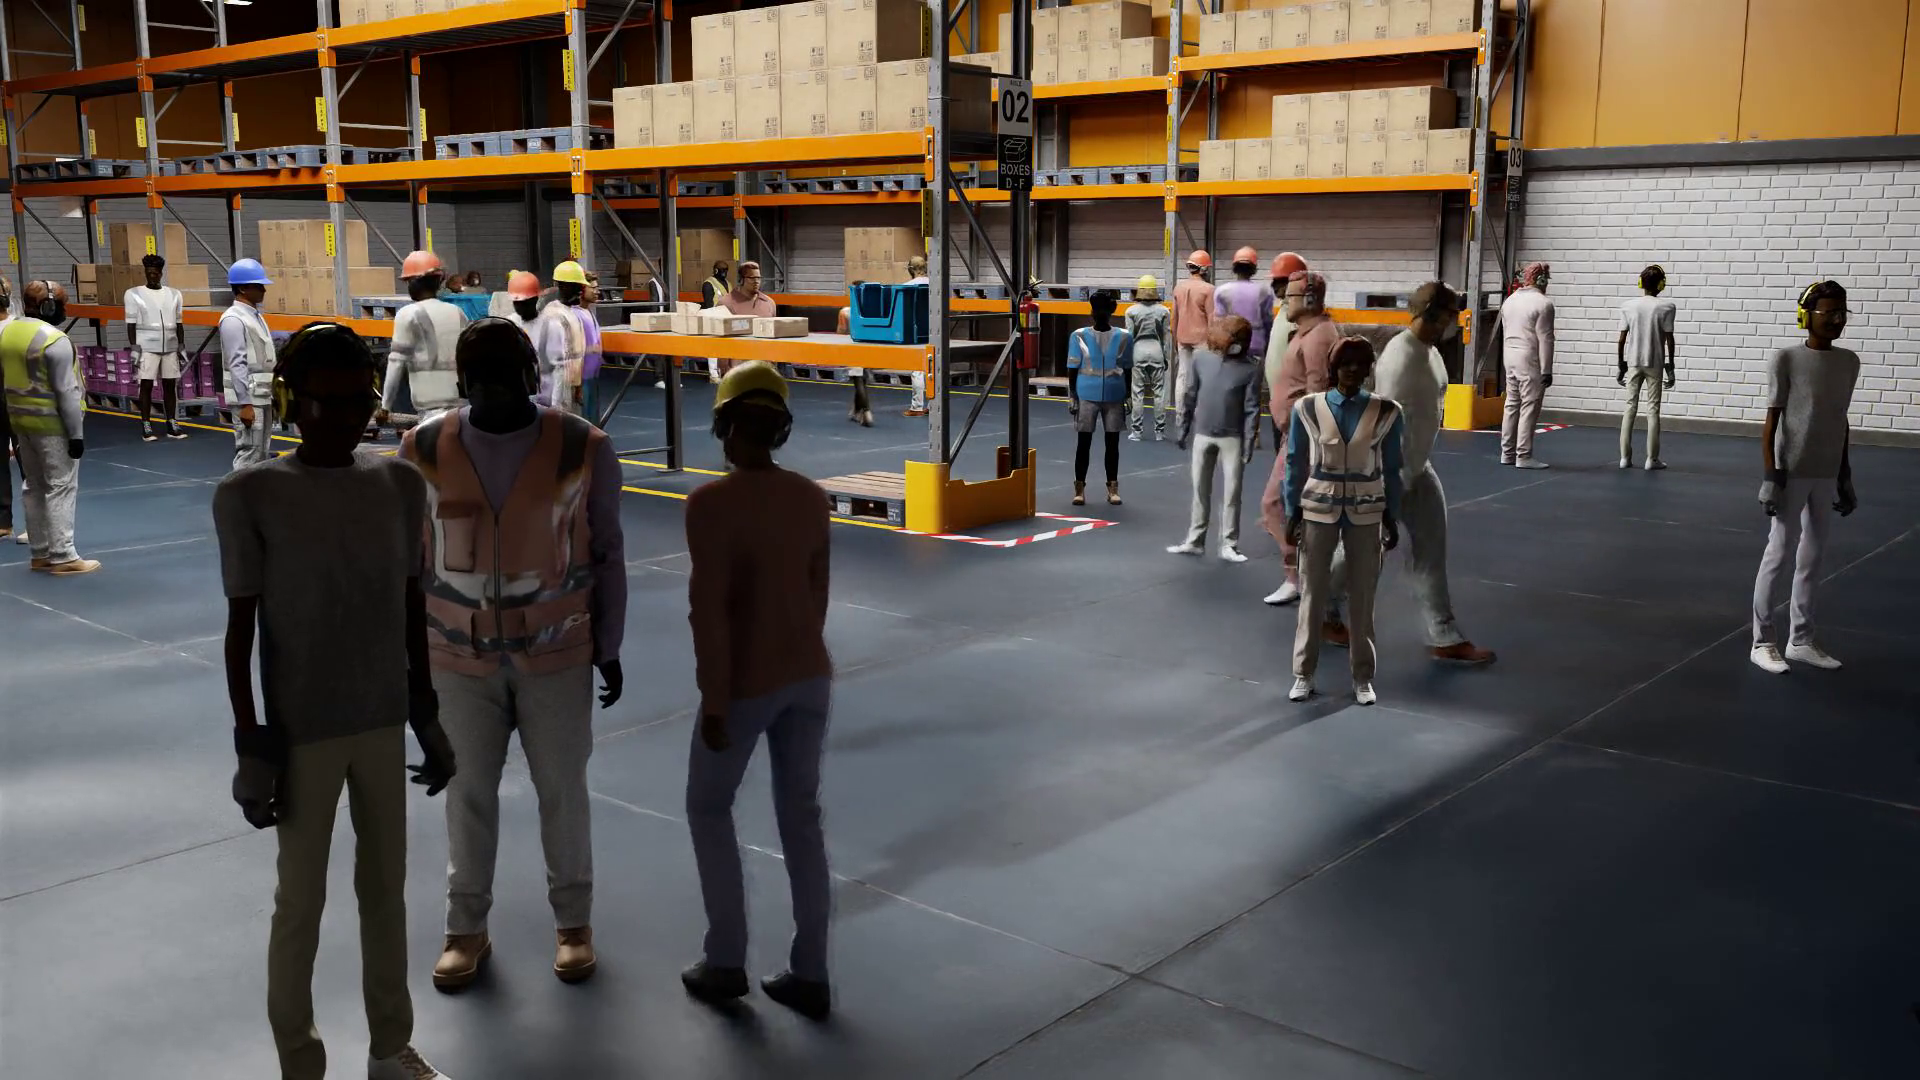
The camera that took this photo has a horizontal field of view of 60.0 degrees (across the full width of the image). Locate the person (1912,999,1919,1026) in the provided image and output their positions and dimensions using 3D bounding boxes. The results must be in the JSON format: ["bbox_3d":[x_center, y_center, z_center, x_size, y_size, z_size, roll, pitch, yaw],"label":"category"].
[{"bbox_3d":[2.614,0.466,3.997,0.745,1.744,0.534,-4,11,-20],"label":"person"}]

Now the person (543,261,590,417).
[{"bbox_3d":[-3.171,-1.291,13.484,0.394,1.919,0.595,1,10,7],"label":"person"}]

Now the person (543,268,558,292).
[{"bbox_3d":[-5.012,-2.572,21.047,0.589,1.822,0.403,-7,12,-35],"label":"person"}]

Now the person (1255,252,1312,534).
[{"bbox_3d":[2.317,-1.032,11.793,0.399,1.990,0.621,-1,10,-6],"label":"person"}]

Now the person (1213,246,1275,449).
[{"bbox_3d":[2.861,-1.937,16.807,0.614,2.040,0.391,1,10,5],"label":"person"}]

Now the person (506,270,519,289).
[{"bbox_3d":[-5.279,-2.340,19.894,0.533,1.765,0.322,-8,13,-37],"label":"person"}]

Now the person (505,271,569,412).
[{"bbox_3d":[-3.188,-1.096,12.570,0.582,1.855,1.029,4,11,21],"label":"person"}]

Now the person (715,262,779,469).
[{"bbox_3d":[-1.934,-1.598,15.309,0.639,1.899,0.395,-8,13,-39],"label":"person"}]

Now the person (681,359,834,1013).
[{"bbox_3d":[-0.511,0.389,4.457,0.554,1.714,0.552,9,13,42],"label":"person"}]

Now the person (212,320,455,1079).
[{"bbox_3d":[-1.399,0.442,3.782,0.329,1.861,0.509,9,13,41],"label":"person"}]

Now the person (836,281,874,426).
[{"bbox_3d":[-1.143,-2.132,19.047,0.537,1.664,0.871,-5,11,-24],"label":"person"}]

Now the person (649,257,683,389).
[{"bbox_3d":[-4.278,-3.153,24.081,0.372,1.916,0.596,5,11,25],"label":"person"}]

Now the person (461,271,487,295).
[{"bbox_3d":[-8.575,-3.949,29.459,0.377,1.621,0.503,8,13,38],"label":"person"}]

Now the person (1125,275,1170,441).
[{"bbox_3d":[1.966,-1.914,17.531,0.492,1.740,0.325,-1,10,-5],"label":"person"}]

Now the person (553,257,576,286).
[{"bbox_3d":[-6.220,-3.570,26.591,0.414,1.885,0.605,8,13,39],"label":"person"}]

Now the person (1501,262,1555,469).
[{"bbox_3d":[5.252,-1.601,15.324,0.399,1.897,0.647,-3,10,-17],"label":"person"}]

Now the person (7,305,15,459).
[{"bbox_3d":[-9.197,-1.682,15.954,0.426,1.846,0.744,3,10,17],"label":"person"}]

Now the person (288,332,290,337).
[{"bbox_3d":[-11.683,-4.009,28.606,0.951,2.000,0.721,4,11,21],"label":"person"}]

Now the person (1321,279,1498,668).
[{"bbox_3d":[2.157,-0.335,8.190,1.000,1.879,0.652,7,12,33],"label":"person"}]

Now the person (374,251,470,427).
[{"bbox_3d":[-3.674,-0.951,11.335,1.011,1.995,0.634,4,11,20],"label":"person"}]

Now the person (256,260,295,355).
[{"bbox_3d":[-8.748,-2.664,21.333,0.720,1.920,0.549,8,13,39],"label":"person"}]

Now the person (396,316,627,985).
[{"bbox_3d":[-1.231,0.312,4.569,0.629,1.842,0.429,-1,10,-7],"label":"person"}]

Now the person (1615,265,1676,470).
[{"bbox_3d":[6.296,-1.578,15.255,0.532,1.870,0.319,8,13,38],"label":"person"}]

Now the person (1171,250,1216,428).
[{"bbox_3d":[2.672,-2.268,18.825,0.395,1.993,0.614,-9,13,-42],"label":"person"}]

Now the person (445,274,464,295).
[{"bbox_3d":[-7.456,-3.116,24.682,0.288,1.633,0.497,-1,10,-7],"label":"person"}]

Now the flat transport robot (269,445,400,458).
[{"bbox_3d":[-5.409,-0.729,14.967,1.431,0.197,0.652,1,10,7],"label":"flat transport robot"}]

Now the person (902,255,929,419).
[{"bbox_3d":[-0.473,-2.409,19.808,0.627,1.934,0.371,-9,13,-42],"label":"person"}]

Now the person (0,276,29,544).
[{"bbox_3d":[-6.547,-0.888,11.396,0.508,1.846,0.345,1,10,6],"label":"person"}]

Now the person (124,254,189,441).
[{"bbox_3d":[-8.473,-2.032,17.571,0.373,1.962,0.607,9,13,41],"label":"person"}]

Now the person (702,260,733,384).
[{"bbox_3d":[-3.592,-3.269,24.982,0.429,1.837,0.621,5,11,26],"label":"person"}]

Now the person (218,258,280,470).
[{"bbox_3d":[-4.959,-0.985,11.665,0.383,1.945,0.605,-2,10,-9],"label":"person"}]

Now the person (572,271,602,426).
[{"bbox_3d":[-3.140,-1.302,13.786,0.396,1.841,0.565,1,10,5],"label":"person"}]

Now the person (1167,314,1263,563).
[{"bbox_3d":[1.617,-0.655,10.742,0.650,1.609,0.334,5,11,26],"label":"person"}]

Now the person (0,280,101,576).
[{"bbox_3d":[-5.628,-0.685,10.296,0.636,1.830,0.429,6,12,30],"label":"person"}]

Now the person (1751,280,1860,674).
[{"bbox_3d":[4.063,-0.297,7.958,0.513,1.872,0.328,-3,10,-15],"label":"person"}]

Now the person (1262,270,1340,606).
[{"bbox_3d":[1.937,-0.572,9.451,0.576,1.892,0.639,3,10,14],"label":"person"}]

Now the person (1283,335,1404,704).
[{"bbox_3d":[1.701,-0.088,7.412,0.522,1.645,0.306,2,10,11],"label":"person"}]

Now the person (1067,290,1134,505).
[{"bbox_3d":[1.108,-1.116,13.104,0.540,1.698,0.317,0,10,-3],"label":"person"}]
